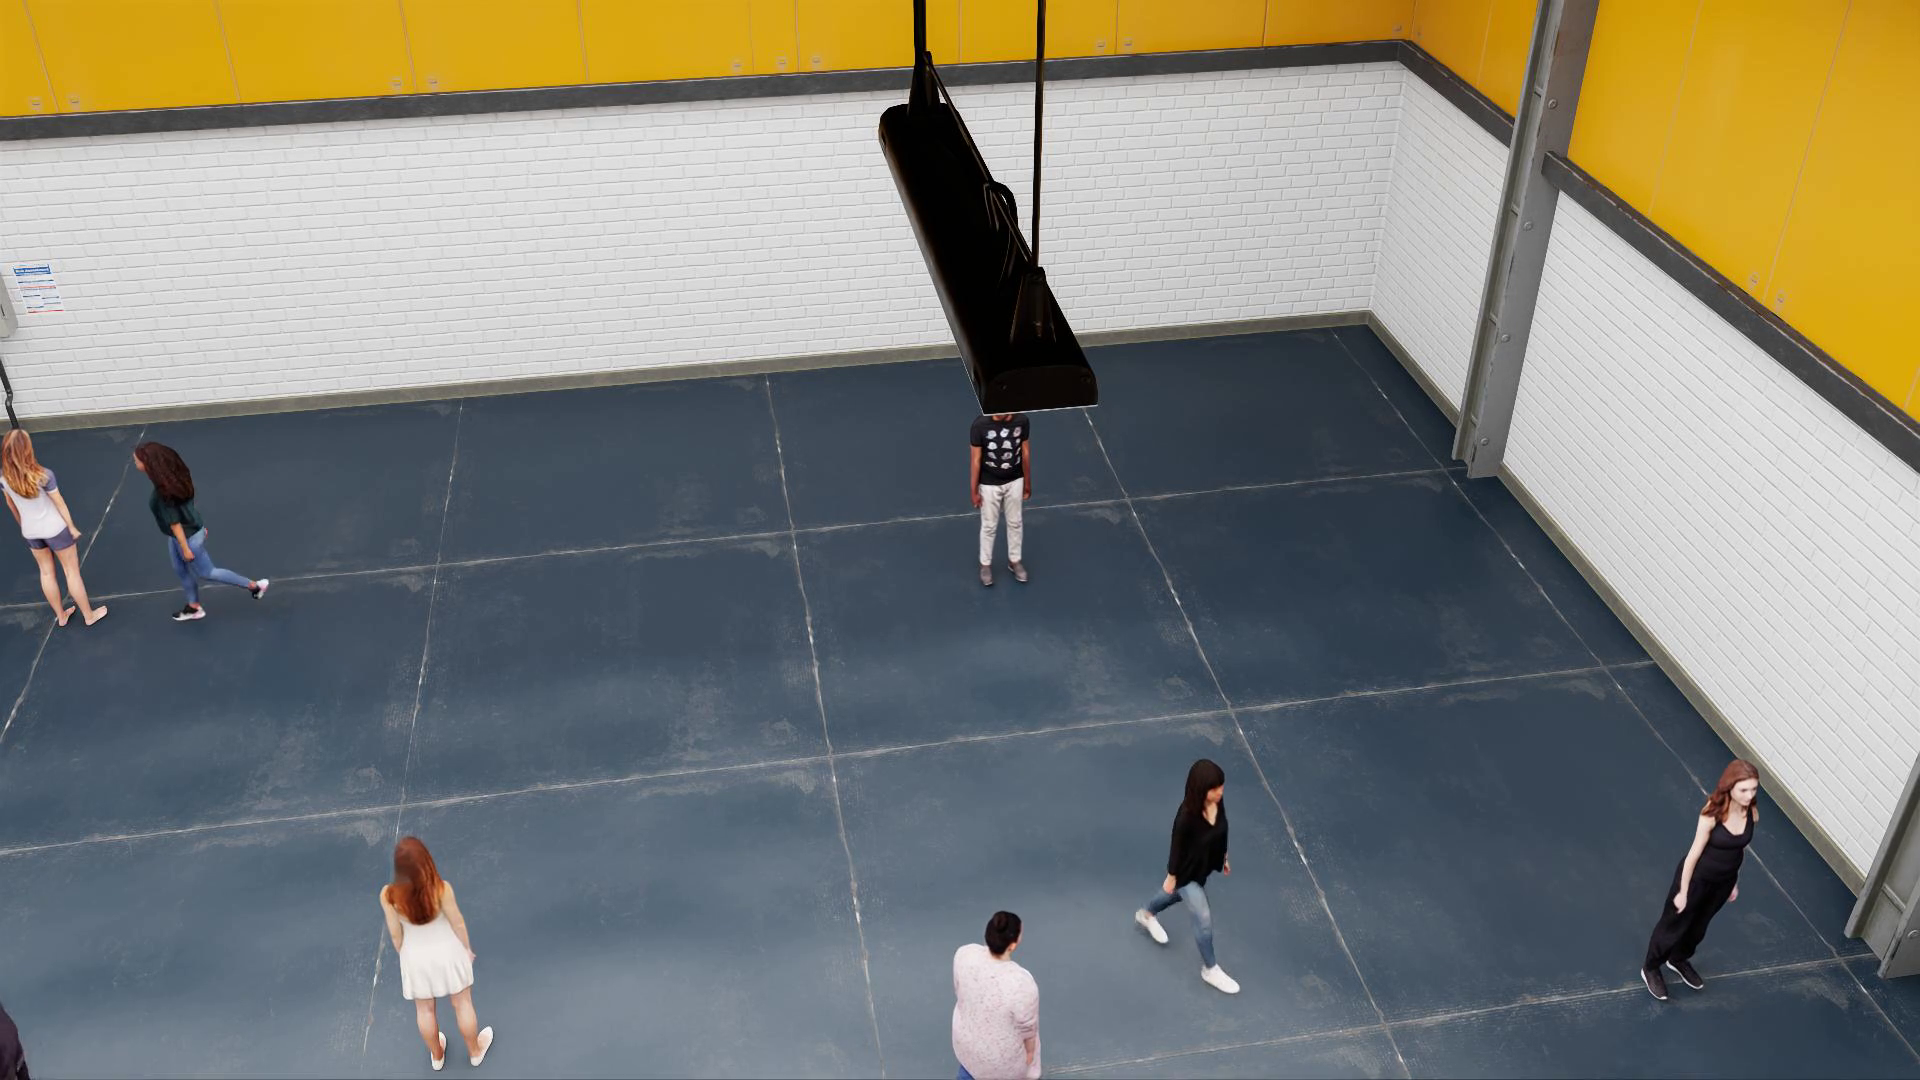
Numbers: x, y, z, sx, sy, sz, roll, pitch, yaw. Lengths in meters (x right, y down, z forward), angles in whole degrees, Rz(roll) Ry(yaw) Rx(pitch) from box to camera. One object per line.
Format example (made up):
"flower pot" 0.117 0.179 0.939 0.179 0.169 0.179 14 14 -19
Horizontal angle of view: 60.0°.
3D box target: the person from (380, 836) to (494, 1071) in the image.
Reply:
"person" -2.952 2.312 9.304 0.569 1.713 0.526 -4 34 -5

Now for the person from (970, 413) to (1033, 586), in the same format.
"person" 0.327 -0.474 13.416 0.672 1.801 0.624 -8 34 -12

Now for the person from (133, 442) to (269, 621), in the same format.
"person" -5.938 -0.042 12.965 0.672 1.580 0.946 -6 34 -8

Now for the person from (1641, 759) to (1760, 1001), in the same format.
"person" 4.382 1.970 9.788 0.595 1.747 0.545 -9 35 -14

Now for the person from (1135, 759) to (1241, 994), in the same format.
"person" 1.342 1.923 9.982 1.107 1.611 0.991 26 42 34

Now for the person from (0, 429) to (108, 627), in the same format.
"person" -7.087 -0.079 12.883 0.645 1.732 0.617 2 34 3

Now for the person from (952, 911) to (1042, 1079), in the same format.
"person" 0.165 2.612 8.826 0.789 1.744 0.859 24 40 31
